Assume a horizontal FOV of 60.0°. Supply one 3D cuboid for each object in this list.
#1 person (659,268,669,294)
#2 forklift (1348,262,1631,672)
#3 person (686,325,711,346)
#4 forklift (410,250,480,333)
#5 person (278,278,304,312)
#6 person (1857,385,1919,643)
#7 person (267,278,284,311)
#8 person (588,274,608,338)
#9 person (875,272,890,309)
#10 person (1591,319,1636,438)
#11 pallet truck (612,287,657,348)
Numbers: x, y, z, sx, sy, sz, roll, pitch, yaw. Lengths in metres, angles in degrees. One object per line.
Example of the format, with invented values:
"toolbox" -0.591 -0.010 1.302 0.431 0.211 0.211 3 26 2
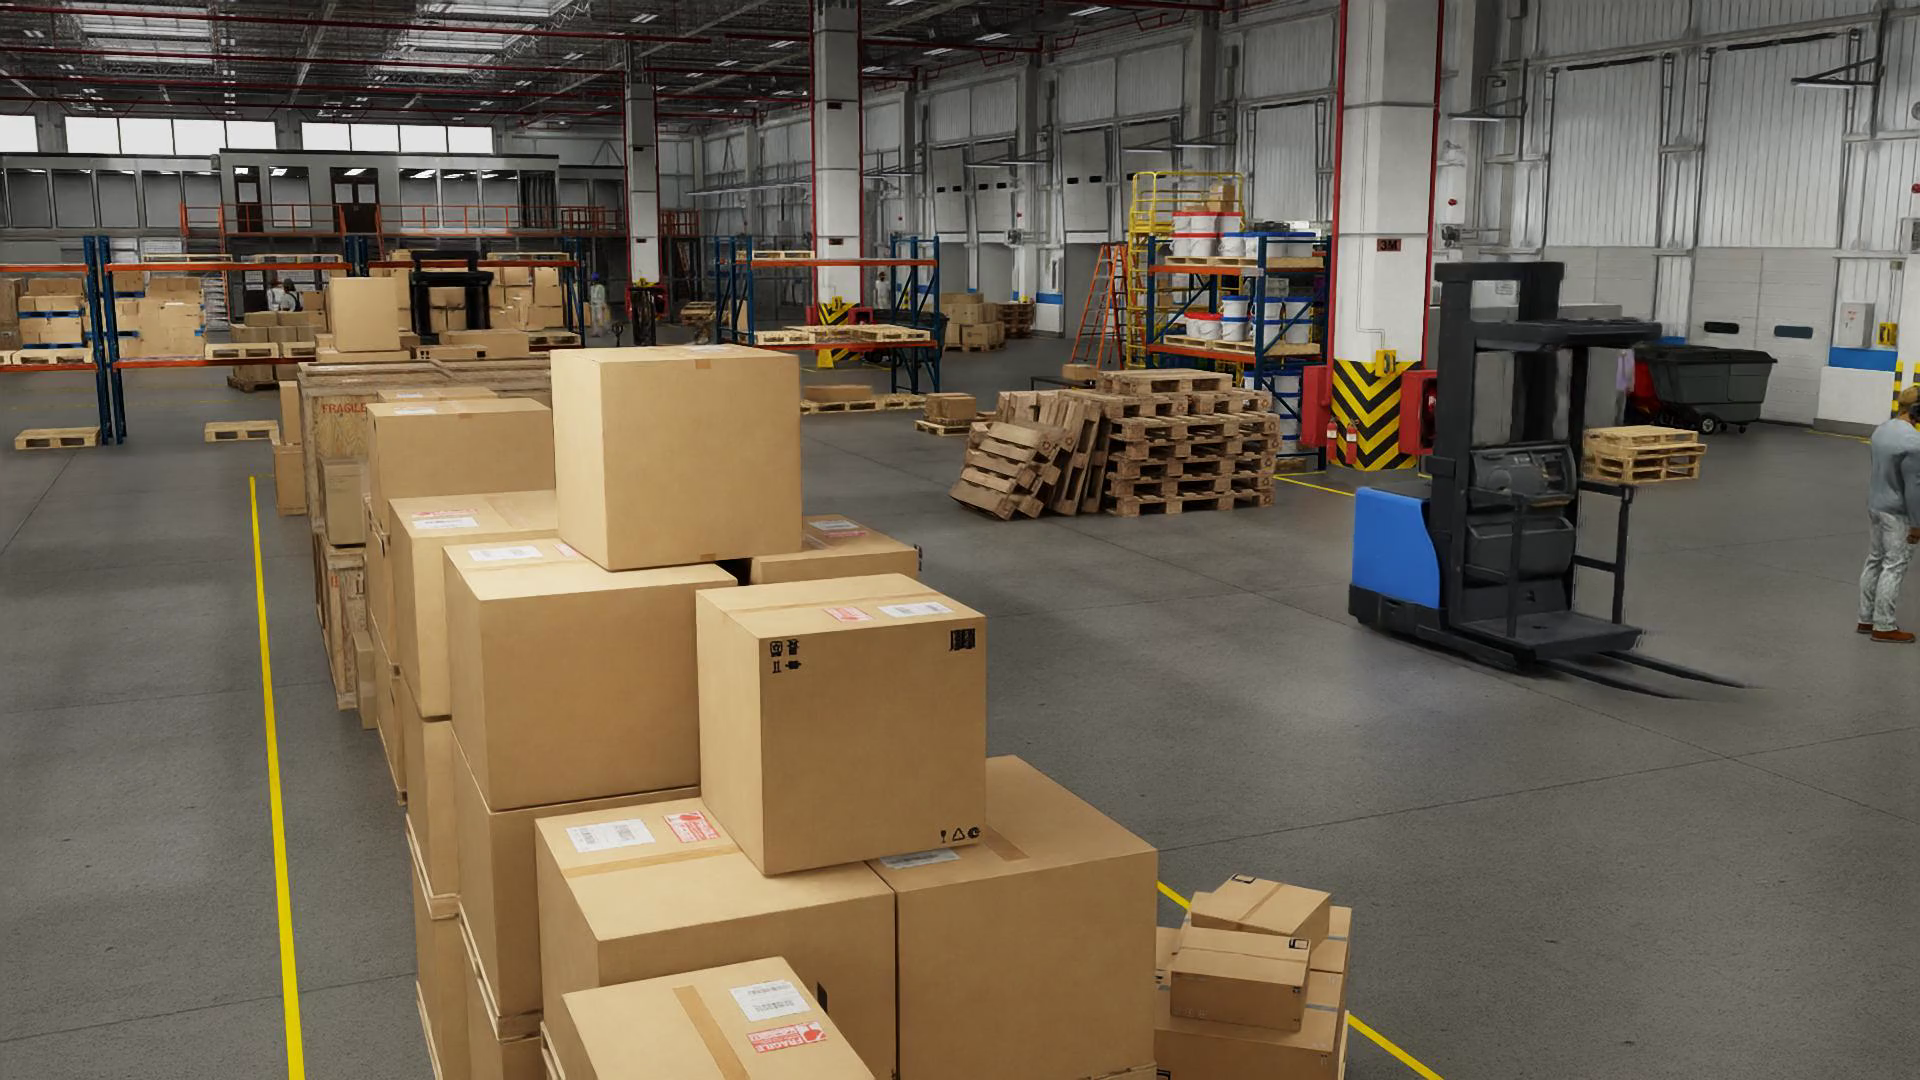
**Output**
"person" -11.789 -9.925 66.339 0.507 1.802 0.924 1 10 6
"forklift" 3.878 -0.639 12.210 1.129 2.768 1.873 -5 11 -25
"person" -3.466 -1.921 22.082 0.688 1.864 1.009 0 10 1
"forklift" -7.467 -2.836 24.319 1.129 2.768 1.873 -4 11 -23
"person" -16.195 -5.293 40.173 0.536 2.000 0.677 3 11 14
"person" 6.969 -0.189 12.370 0.385 1.929 0.635 0 10 2
"person" -19.578 -6.549 47.568 0.432 1.865 0.579 6 12 29
"person" -11.003 -7.102 50.426 0.642 1.935 0.447 7 12 33
"person" -2.704 -8.417 57.917 0.517 1.854 0.649 0 10 2
"person" 9.105 -2.135 23.151 0.600 1.901 0.486 -5 11 -23
"pallet truck" -6.464 -4.406 35.401 0.823 1.965 1.885 6 12 32
